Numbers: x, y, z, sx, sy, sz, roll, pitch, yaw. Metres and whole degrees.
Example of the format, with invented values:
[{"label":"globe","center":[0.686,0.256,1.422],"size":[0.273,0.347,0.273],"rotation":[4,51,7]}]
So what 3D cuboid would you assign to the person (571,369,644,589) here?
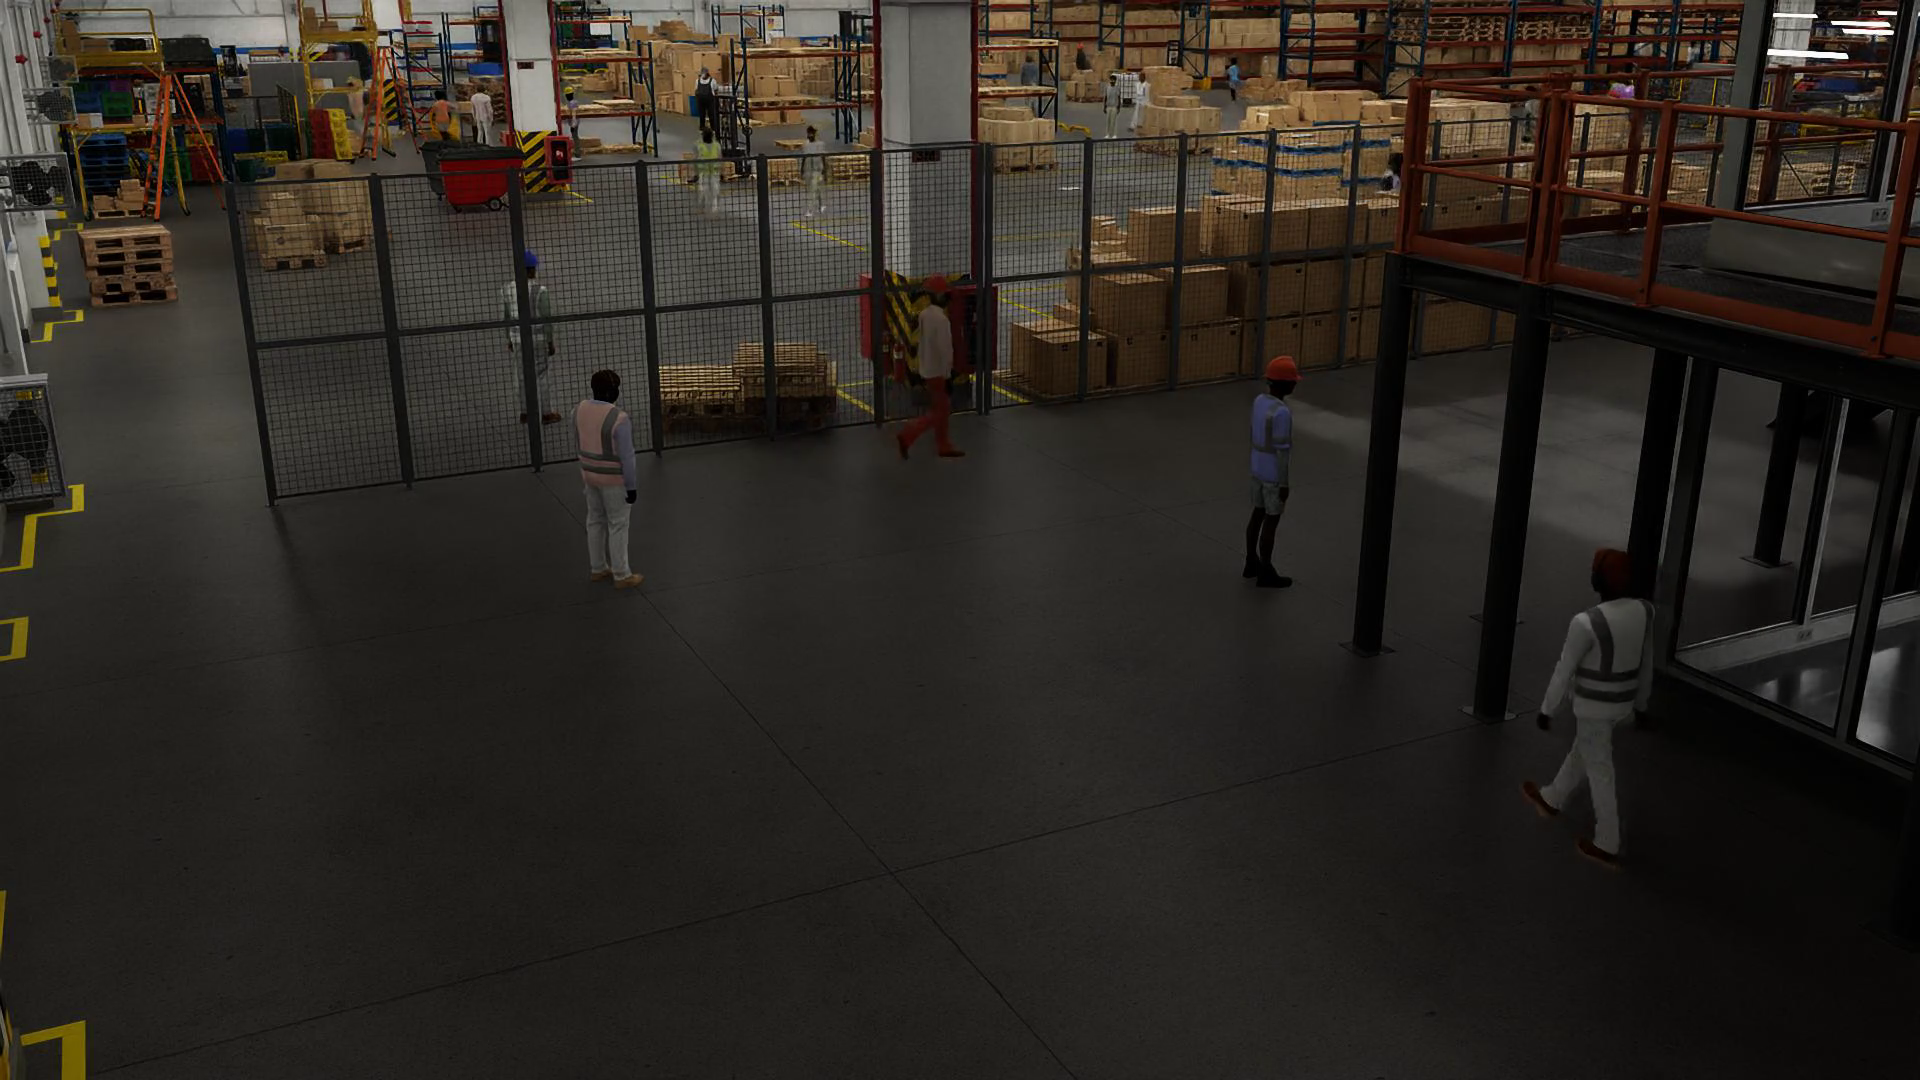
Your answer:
[{"label":"person","center":[-2.893,-0.505,13.723],"size":[0.621,1.836,0.431],"rotation":[12,23,32]}]

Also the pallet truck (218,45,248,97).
[{"label":"pallet truck","center":[-28.879,-18.665,66.111],"size":[0.823,1.965,1.885],"rotation":[-3,19,-9]}]

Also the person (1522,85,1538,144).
[{"label":"person","center":[15.218,-11.076,44.195],"size":[0.601,1.950,0.614],"rotation":[14,24,35]}]

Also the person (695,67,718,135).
[{"label":"person","center":[-7.784,-13.454,50.938],"size":[0.688,2.000,0.536],"rotation":[2,19,5]}]

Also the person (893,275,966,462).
[{"label":"person","center":[-0.312,-1.729,17.056],"size":[0.748,1.971,0.624],"rotation":[-7,20,-19]}]

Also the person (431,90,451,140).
[{"label":"person","center":[-14.459,-11.679,46.334],"size":[0.499,1.678,0.541],"rotation":[15,24,37]}]

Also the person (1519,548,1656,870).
[{"label":"person","center":[3.581,0.909,9.593],"size":[0.611,1.843,0.924],"rotation":[-10,21,-26]}]

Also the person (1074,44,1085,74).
[{"label":"person","center":[4.787,-19.020,67.177],"size":[0.741,1.964,0.649],"rotation":[13,23,32]}]

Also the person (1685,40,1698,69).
[{"label":"person","center":[34.212,-22.488,77.697],"size":[0.727,1.667,0.557],"rotation":[-12,23,-32]}]

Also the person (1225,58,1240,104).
[{"label":"person","center":[10.219,-17.281,62.569],"size":[0.548,1.671,0.642],"rotation":[-18,26,-41]}]

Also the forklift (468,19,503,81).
[{"label":"forklift","center":[-19.624,-20.344,69.645],"size":[1.129,2.768,1.873],"rotation":[13,23,33]}]

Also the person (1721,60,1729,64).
[{"label":"person","center":[26.087,-15.474,57.034],"size":[0.981,1.895,0.554],"rotation":[-11,22,-30]}]

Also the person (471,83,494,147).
[{"label":"person","center":[-12.927,-11.401,45.139],"size":[0.635,1.939,0.363],"rotation":[6,20,18]}]

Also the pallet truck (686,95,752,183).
[{"label":"pallet truck","center":[-5.836,-9.608,39.856],"size":[0.823,1.965,1.885],"rotation":[10,22,27]}]

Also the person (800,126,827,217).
[{"label":"person","center":[-3.027,-7.651,34.447],"size":[0.541,1.832,0.968],"rotation":[8,21,22]}]

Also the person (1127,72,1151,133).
[{"label":"person","center":[5.585,-13.506,51.398],"size":[0.968,1.829,0.606],"rotation":[-18,26,-41]}]

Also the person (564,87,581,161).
[{"label":"person","center":[-10.265,-11.027,44.086],"size":[0.373,1.920,0.585],"rotation":[-3,19,-10]}]

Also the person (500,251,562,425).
[{"label":"person","center":[-4.814,-2.257,18.626],"size":[0.606,1.943,0.403],"rotation":[6,20,18]}]

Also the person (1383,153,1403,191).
[{"label":"person","center":[7.483,-5.741,28.795],"size":[0.438,1.903,0.604],"rotation":[15,24,36]}]

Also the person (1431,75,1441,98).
[{"label":"person","center":[15.150,-14.081,53.403],"size":[0.536,1.617,0.667],"rotation":[5,20,13]}]

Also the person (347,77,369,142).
[{"label":"person","center":[-17.363,-12.370,47.977],"size":[0.534,1.916,0.585],"rotation":[7,20,21]}]

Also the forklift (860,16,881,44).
[{"label":"forklift","center":[-4.035,-22.271,75.230],"size":[1.129,2.768,1.873],"rotation":[-10,21,-26]}]

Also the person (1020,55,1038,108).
[{"label":"person","center":[2.480,-16.456,59.827],"size":[0.632,1.926,0.561],"rotation":[-1,19,-4]}]

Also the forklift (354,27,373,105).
[{"label":"forklift","center":[-21.891,-17.409,61.135],"size":[1.873,2.768,1.129],"rotation":[-9,21,-25]}]

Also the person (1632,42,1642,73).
[{"label":"person","center":[31.904,-22.892,78.630],"size":[0.416,1.818,0.618],"rotation":[-8,20,-21]}]

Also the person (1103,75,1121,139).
[{"label":"person","center":[4.551,-12.960,49.789],"size":[0.514,1.860,0.326],"rotation":[7,20,20]}]

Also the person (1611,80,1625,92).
[{"label":"person","center":[21.234,-14.226,53.848],"size":[0.675,1.594,0.506],"rotation":[-17,25,-40]}]

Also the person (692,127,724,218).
[{"label":"person","center":[-5.152,-7.553,34.161],"size":[0.630,1.830,0.487],"rotation":[-7,20,-21]}]

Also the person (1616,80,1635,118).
[{"label":"person","center":[19.855,-12.931,49.661],"size":[0.561,1.891,0.987],"rotation":[1,19,2]}]

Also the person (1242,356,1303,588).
[{"label":"person","center":[2.596,-0.569,13.745],"size":[0.373,1.935,0.552],"rotation":[-5,20,-15]}]

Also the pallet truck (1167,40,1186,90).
[{"label":"pallet truck","center":[9.045,-19.971,69.895],"size":[0.823,1.965,1.885],"rotation":[-3,19,-8]}]

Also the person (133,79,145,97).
[{"label":"person","center":[-25.340,-13.407,51.425],"size":[0.522,1.631,0.324],"rotation":[6,20,17]}]

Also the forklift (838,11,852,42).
[{"label":"forklift","center":[-5.744,-25.040,83.256],"size":[1.873,2.768,1.129],"rotation":[-9,21,-25]}]

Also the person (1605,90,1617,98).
[{"label":"person","center":[17.015,-10.782,43.402],"size":[0.824,1.905,0.561],"rotation":[2,19,6]}]
